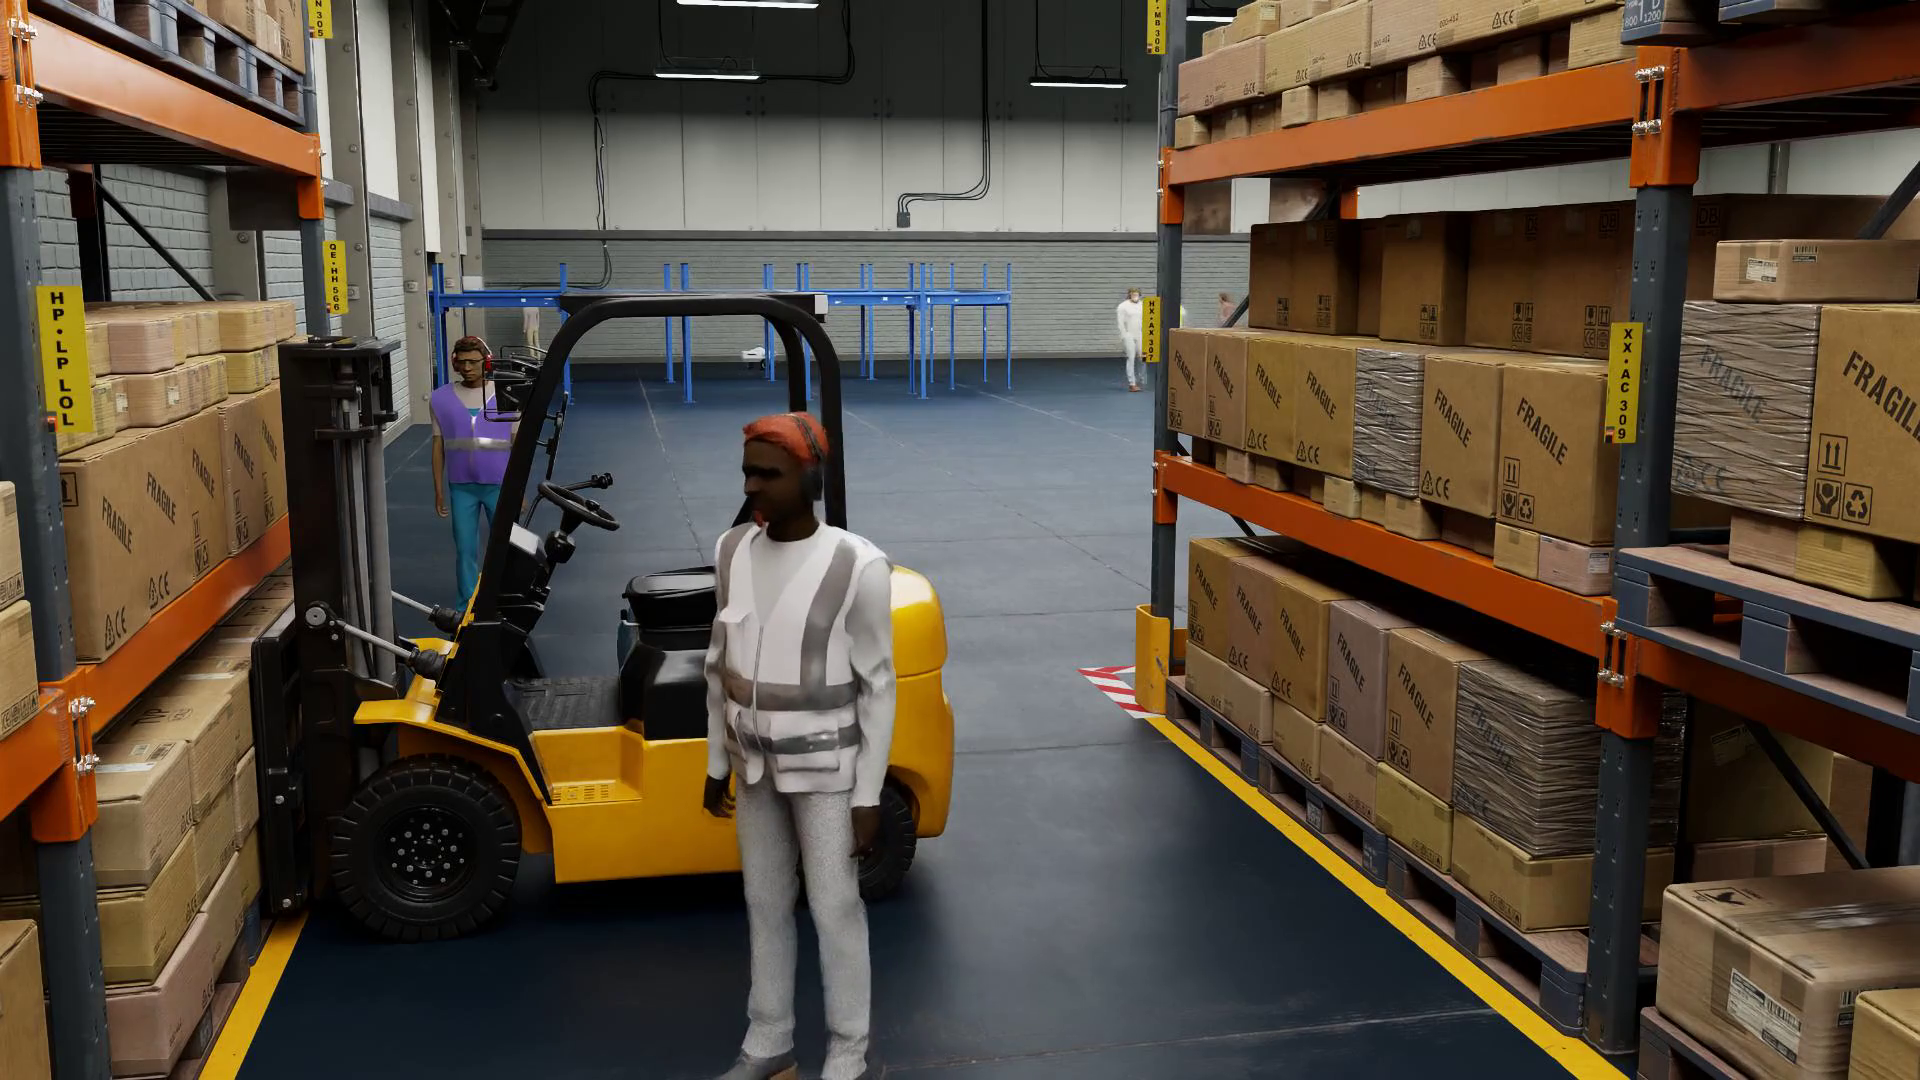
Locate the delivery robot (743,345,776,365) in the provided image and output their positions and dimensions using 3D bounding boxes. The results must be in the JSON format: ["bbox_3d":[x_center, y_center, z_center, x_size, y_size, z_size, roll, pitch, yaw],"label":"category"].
[{"bbox_3d":[-4.433,-4.076,36.742,0.707,0.478,0.477,2,9,13],"label":"delivery robot"}]

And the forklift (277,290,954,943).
[{"bbox_3d":[-1.179,0.175,6.143,2.313,2.155,1.214,-2,10,-12],"label":"forklift"}]

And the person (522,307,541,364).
[{"bbox_3d":[-9.801,-4.791,37.985,0.279,1.634,0.499,5,11,29],"label":"person"}]

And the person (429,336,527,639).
[{"bbox_3d":[-2.914,-0.318,10.114,0.561,1.836,0.377,-1,9,-8],"label":"person"}]

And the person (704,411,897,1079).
[{"bbox_3d":[-0.434,0.604,4.344,0.582,1.882,0.338,6,11,33],"label":"person"}]

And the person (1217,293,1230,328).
[{"bbox_3d":[6.325,-5.164,40.293,0.519,1.620,0.540,0,9,1],"label":"person"}]

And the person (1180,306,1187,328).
[{"bbox_3d":[3.944,-3.720,30.934,0.636,1.807,0.793,-5,10,-26],"label":"person"}]

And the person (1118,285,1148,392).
[{"bbox_3d":[3.196,-3.664,30.263,0.658,1.917,0.507,-2,10,-14],"label":"person"}]
